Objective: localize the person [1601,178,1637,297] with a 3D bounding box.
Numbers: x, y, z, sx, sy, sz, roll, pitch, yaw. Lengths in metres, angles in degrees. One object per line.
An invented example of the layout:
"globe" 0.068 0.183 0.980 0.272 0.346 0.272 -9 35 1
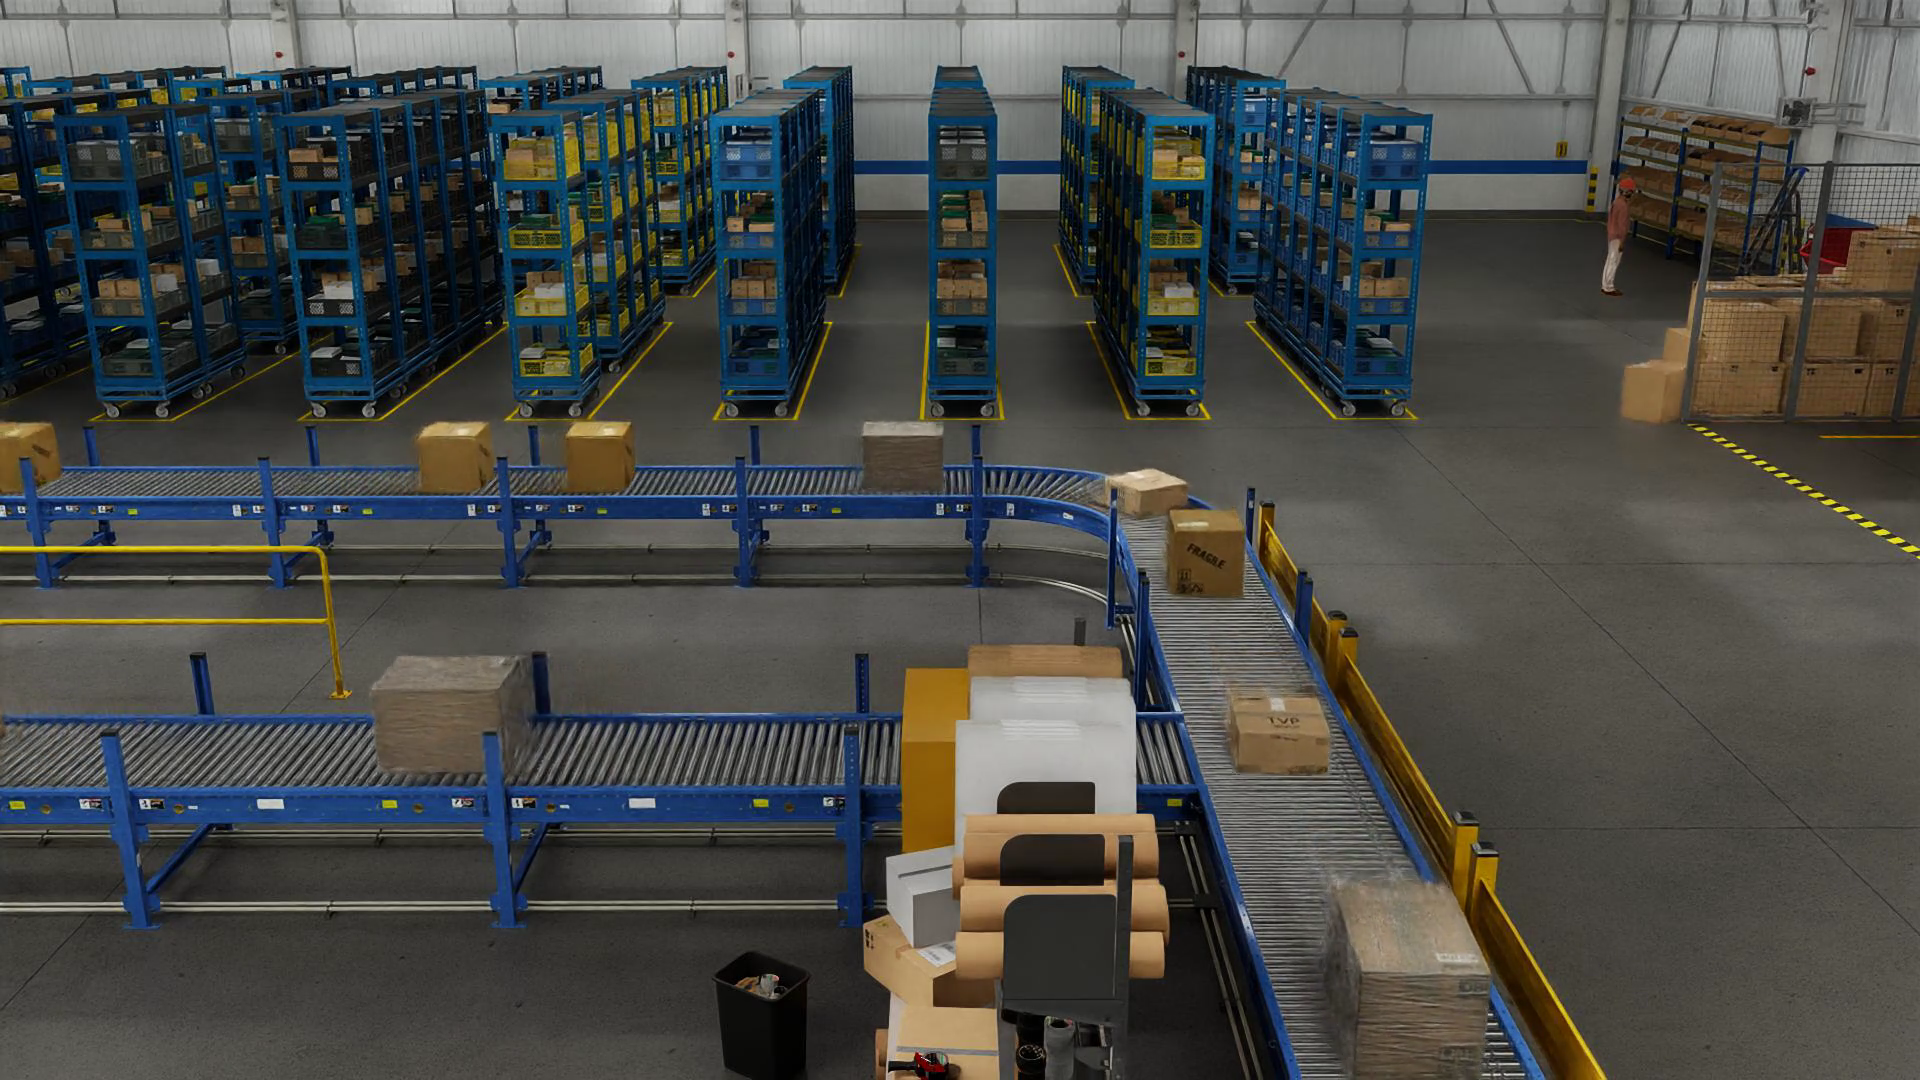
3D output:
"person" 11.192 -5.131 28.244 0.401 1.987 0.608 2 18 5
